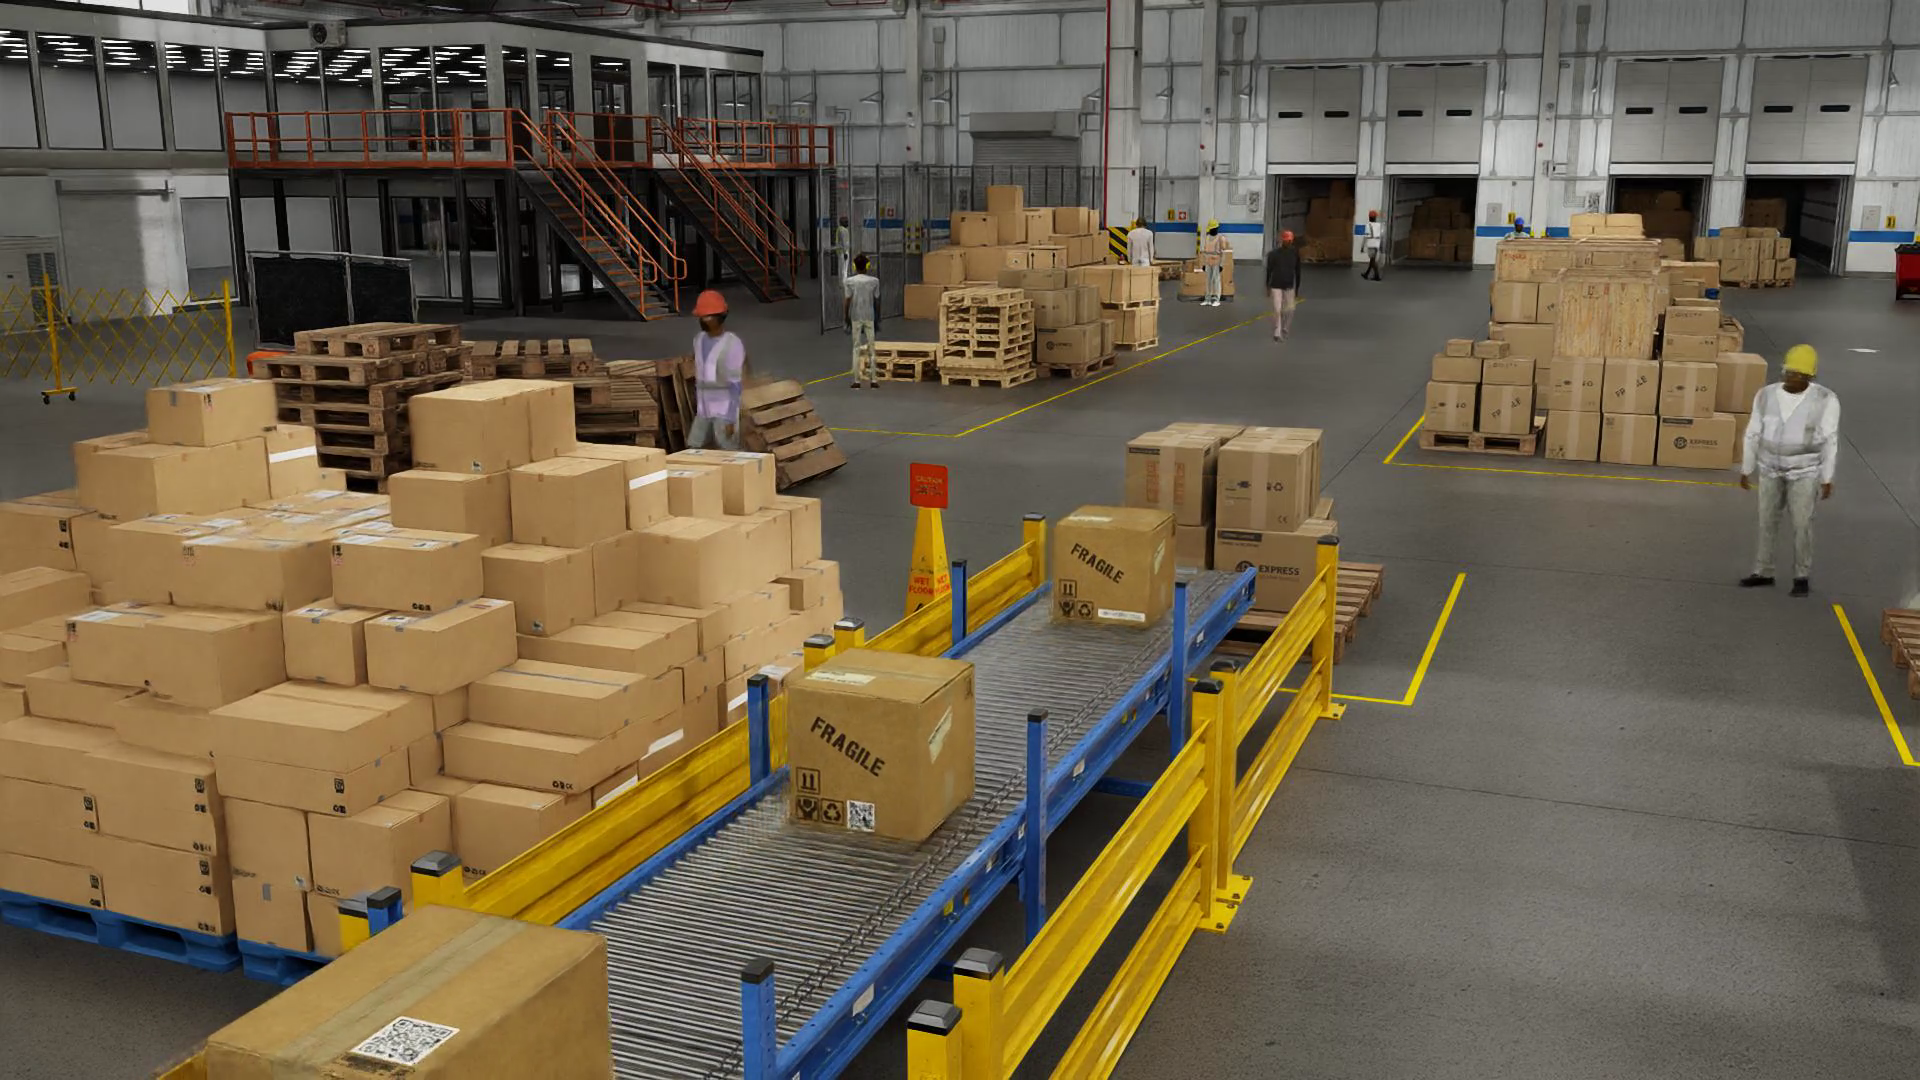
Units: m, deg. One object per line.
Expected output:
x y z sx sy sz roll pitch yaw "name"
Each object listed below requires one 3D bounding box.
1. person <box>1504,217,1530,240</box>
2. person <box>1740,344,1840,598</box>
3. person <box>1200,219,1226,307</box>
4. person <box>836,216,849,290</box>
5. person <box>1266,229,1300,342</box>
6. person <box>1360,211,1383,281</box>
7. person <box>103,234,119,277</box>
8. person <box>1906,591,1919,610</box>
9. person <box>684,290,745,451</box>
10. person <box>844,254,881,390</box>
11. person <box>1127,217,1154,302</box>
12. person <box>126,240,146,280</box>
12.539 -6.292 37.517 0.614 1.945 0.394 0 13 0 "person"
5.883 -0.496 11.847 0.442 1.813 0.621 -11 17 -41 "person"
5.616 -6.151 36.947 0.373 1.921 0.585 -11 17 -40 "person"
-2.921 -7.262 42.112 0.429 1.841 0.633 -3 13 -12 "person"
5.682 -4.461 29.221 0.626 1.979 0.432 -1 13 -4 "person"
11.309 -8.073 45.669 0.565 1.878 1.006 -6 14 -24 "person"
-21.143 -7.128 41.493 0.765 1.851 0.522 2 13 8 "person"
6.582 -0.231 10.644 0.980 1.822 0.508 5 13 20 "person"
-2.077 -1.055 13.833 0.625 2.025 0.548 11 16 39 "person"
-1.350 -3.010 22.988 0.516 1.865 0.325 -2 13 -8 "person"
4.151 -6.457 38.279 0.628 1.940 0.373 4 13 17 "person"
-21.577 -7.583 43.500 0.641 1.856 0.995 -5 14 -21 "person"
